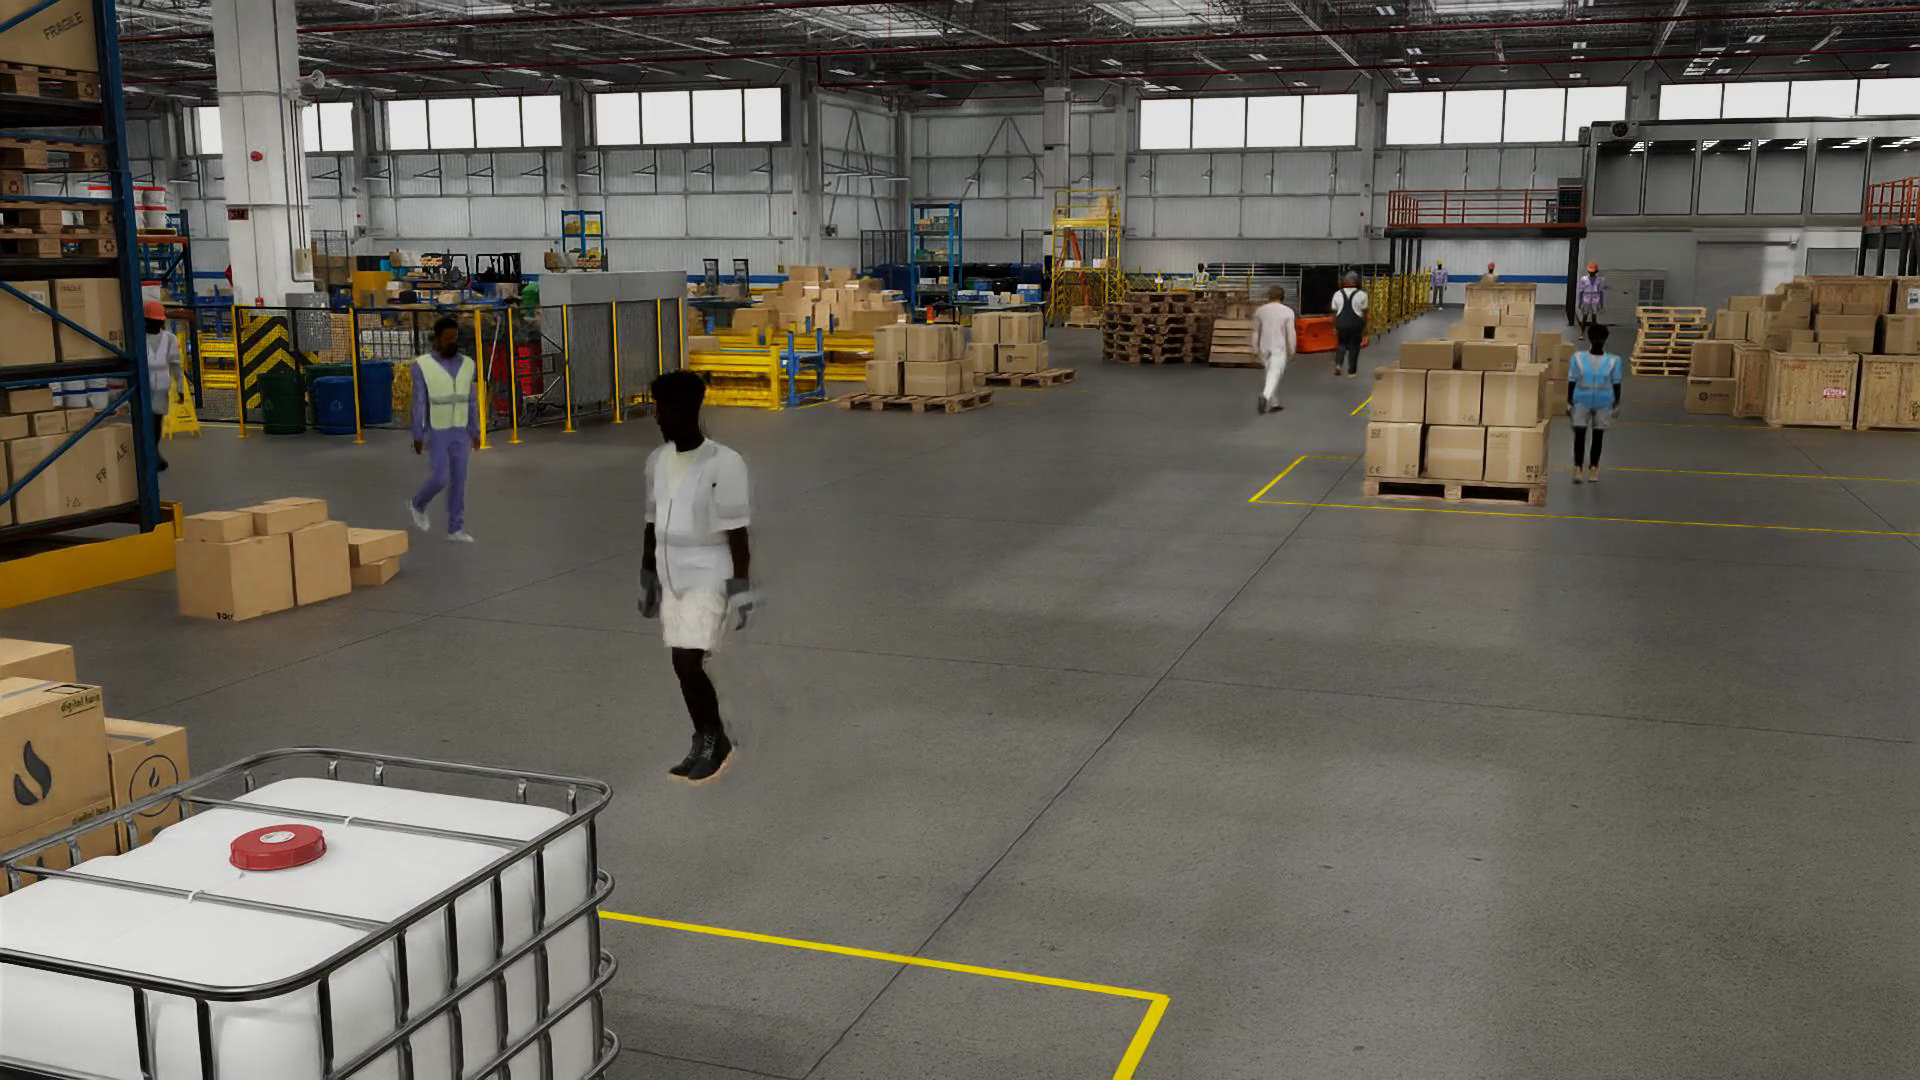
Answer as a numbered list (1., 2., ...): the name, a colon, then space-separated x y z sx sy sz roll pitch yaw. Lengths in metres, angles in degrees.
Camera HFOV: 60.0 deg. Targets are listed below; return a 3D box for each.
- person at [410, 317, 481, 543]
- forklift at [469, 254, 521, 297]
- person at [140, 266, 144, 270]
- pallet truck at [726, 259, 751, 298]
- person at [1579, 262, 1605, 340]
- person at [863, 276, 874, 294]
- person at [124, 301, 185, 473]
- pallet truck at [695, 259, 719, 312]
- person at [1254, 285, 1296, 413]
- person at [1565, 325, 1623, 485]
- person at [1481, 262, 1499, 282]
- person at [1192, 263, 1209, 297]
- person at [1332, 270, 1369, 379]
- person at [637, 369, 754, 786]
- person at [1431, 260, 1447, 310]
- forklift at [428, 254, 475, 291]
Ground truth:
1. person: -4.373 -0.927 14.033 0.542 1.905 0.605 7 12 36
2. forklift: -17.990 -10.121 64.684 1.157 1.987 2.680 3 11 17
3. person: -34.479 -10.827 69.599 0.712 1.965 0.649 9 13 41
4. pallet truck: -7.986 -9.493 62.019 0.823 1.965 1.885 3 11 17
5. person: 16.583 -6.260 43.690 0.612 2.039 0.390 4 11 20
6. person: -2.337 -5.700 41.438 0.538 1.725 0.884 -6 12 -29
7. person: -8.861 -1.682 18.357 0.565 1.875 1.015 -9 13 -41
8. pallet truck: -9.165 -9.627 62.776 0.823 1.965 1.885 4 11 23
9. person: 4.619 -2.808 24.648 0.635 1.914 0.834 8 13 37
10. person: 6.609 -1.399 17.345 0.547 1.665 0.801 3 11 18
11. person: 17.567 -8.218 55.048 0.567 1.918 0.652 1 10 3
12. person: 8.238 -8.544 56.997 0.581 1.882 0.339 4 11 20
13. person: 7.341 -4.034 31.152 0.679 2.000 0.542 6 12 31
14. person: -1.257 0.187 7.650 0.638 1.939 0.479 8 13 39
15. person: 18.436 -9.797 63.980 0.621 1.917 0.448 3 10 16
16. forklift: -20.133 -10.254 65.465 1.157 1.987 2.680 3 11 19
